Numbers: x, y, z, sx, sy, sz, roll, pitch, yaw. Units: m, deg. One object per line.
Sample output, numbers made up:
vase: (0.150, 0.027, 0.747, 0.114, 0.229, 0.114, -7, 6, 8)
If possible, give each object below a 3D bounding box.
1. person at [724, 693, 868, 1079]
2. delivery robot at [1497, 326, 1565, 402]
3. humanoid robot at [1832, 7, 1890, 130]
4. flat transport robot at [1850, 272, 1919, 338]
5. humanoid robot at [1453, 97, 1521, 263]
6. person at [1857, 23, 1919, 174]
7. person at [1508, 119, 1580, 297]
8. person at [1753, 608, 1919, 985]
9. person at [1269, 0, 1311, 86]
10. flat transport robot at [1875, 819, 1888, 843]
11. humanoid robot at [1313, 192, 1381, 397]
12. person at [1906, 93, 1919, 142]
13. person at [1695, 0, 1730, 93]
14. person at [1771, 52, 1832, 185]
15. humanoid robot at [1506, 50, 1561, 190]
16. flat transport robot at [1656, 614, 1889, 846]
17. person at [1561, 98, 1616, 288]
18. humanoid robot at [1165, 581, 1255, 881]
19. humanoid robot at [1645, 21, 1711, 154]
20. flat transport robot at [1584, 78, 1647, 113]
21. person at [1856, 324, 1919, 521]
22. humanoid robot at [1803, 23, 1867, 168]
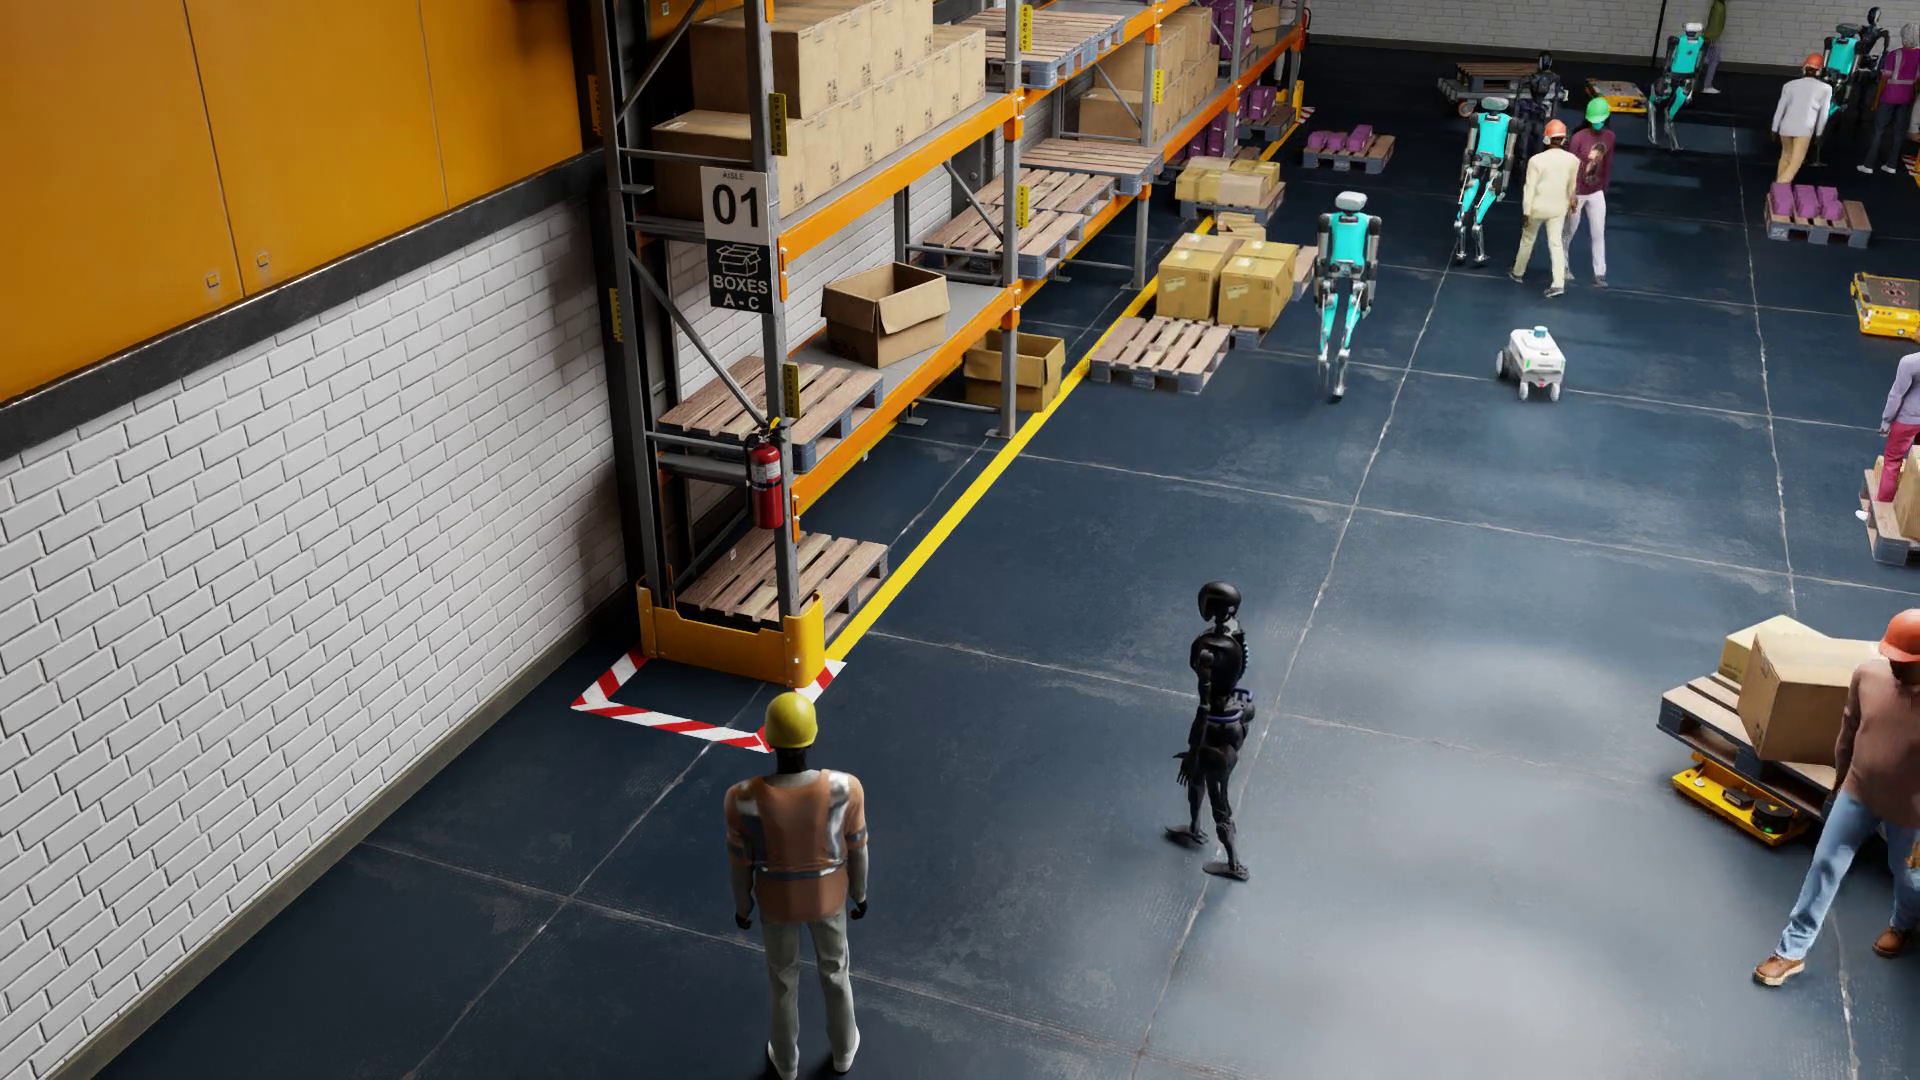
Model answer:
person: (-0.677, 1.491, 7.050, 0.585, 1.928, 0.366, -4, 28, -8)
delivery robot: (5.008, -1.565, 14.489, 0.499, 0.608, 0.803, 2, 27, 5)
humanoid robot: (12.370, -6.460, 22.799, 0.584, 1.657, 0.691, 21, 34, 35)
flat transport robot: (9.083, -2.277, 16.167, 0.659, 0.231, 1.431, 10, 29, 19)
humanoid robot: (5.339, -3.679, 17.144, 0.533, 1.673, 0.735, 19, 33, 32)
person: (11.621, -5.478, 20.668, 0.506, 1.839, 0.341, 0, 27, 0)
person: (5.882, -3.320, 16.632, 0.589, 1.694, 0.919, -3, 27, -5)
person: (4.289, 1.175, 7.657, 0.993, 1.945, 0.643, -17, 32, -29)
person: (4.991, -7.890, 25.234, 0.635, 1.937, 0.356, -4, 28, -7)
flat transport robot: (5.335, 1.793, 8.273, 0.659, 0.231, 1.431, 0, 27, 0)
humanoid robot: (3.177, -1.930, 13.985, 0.563, 1.859, 0.787, 10, 29, 18)
person: (13.082, -6.255, 22.168, 0.629, 1.842, 0.429, -12, 30, -23)
person: (11.187, -7.489, 24.805, 0.542, 1.608, 0.507, 5, 28, 10)
person: (9.811, -4.818, 19.515, 0.567, 1.722, 0.781, 24, 36, 39)
humanoid robot: (6.900, -5.103, 20.115, 0.610, 1.635, 0.495, -3, 27, -6)
flat transport robot: (4.731, 1.261, 9.305, 1.431, 0.231, 0.659, -15, 31, -27)
person: (6.337, -3.469, 16.702, 0.520, 1.900, 0.859, -3, 27, -6)
humanoid robot: (1.281, 0.954, 8.377, 0.534, 1.641, 0.587, 13, 30, 23)
humanoid robot: (9.208, -5.859, 21.515, 0.546, 1.730, 1.033, 0, 27, 0)
flat transport robot: (9.598, -6.503, 24.364, 0.659, 0.231, 1.431, 5, 28, 9)
person: (6.835, -0.847, 11.910, 0.498, 1.629, 0.288, -3, 27, -5)
humanoid robot: (10.860, -5.587, 20.942, 0.714, 1.741, 0.535, -15, 31, -27)
